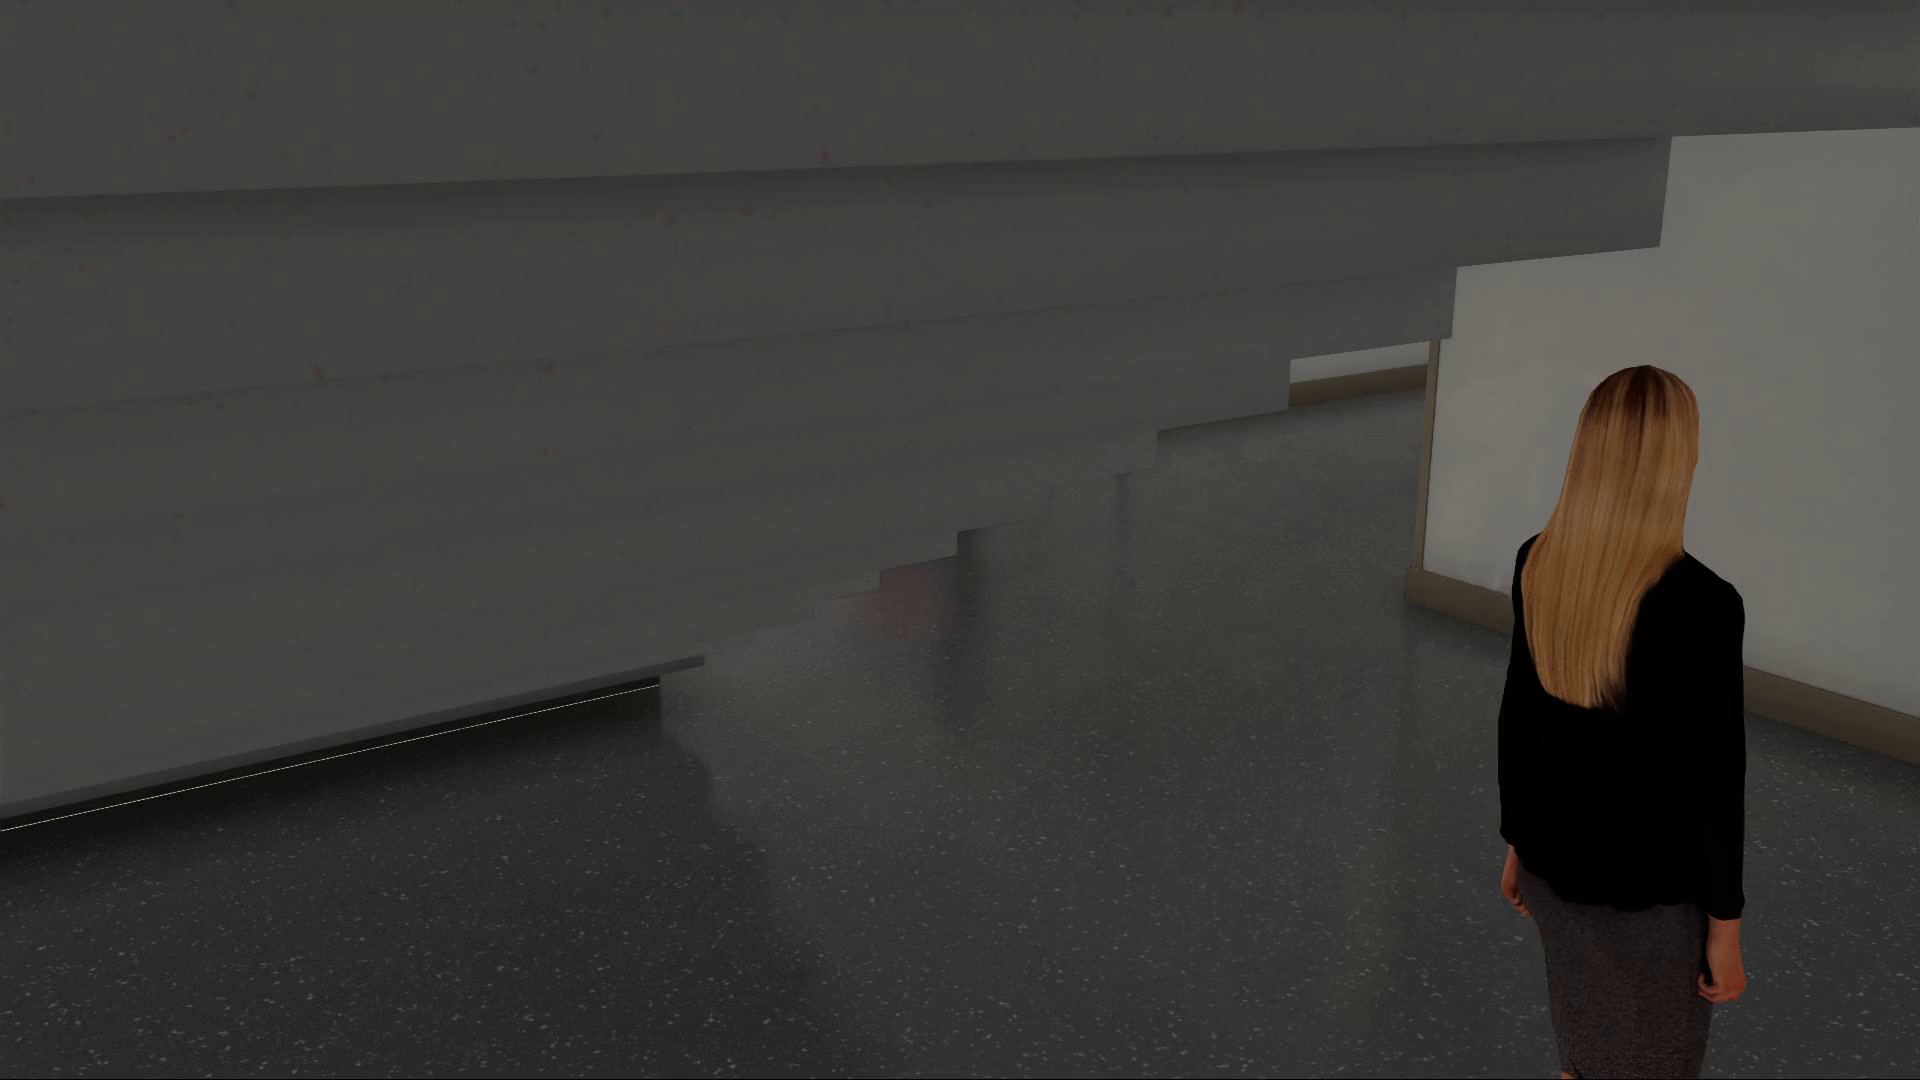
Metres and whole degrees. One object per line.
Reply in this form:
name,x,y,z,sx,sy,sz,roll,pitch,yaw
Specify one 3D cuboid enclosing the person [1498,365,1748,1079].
person,0.980,0.647,2.719,0.766,1.824,0.808,-7,17,-24
